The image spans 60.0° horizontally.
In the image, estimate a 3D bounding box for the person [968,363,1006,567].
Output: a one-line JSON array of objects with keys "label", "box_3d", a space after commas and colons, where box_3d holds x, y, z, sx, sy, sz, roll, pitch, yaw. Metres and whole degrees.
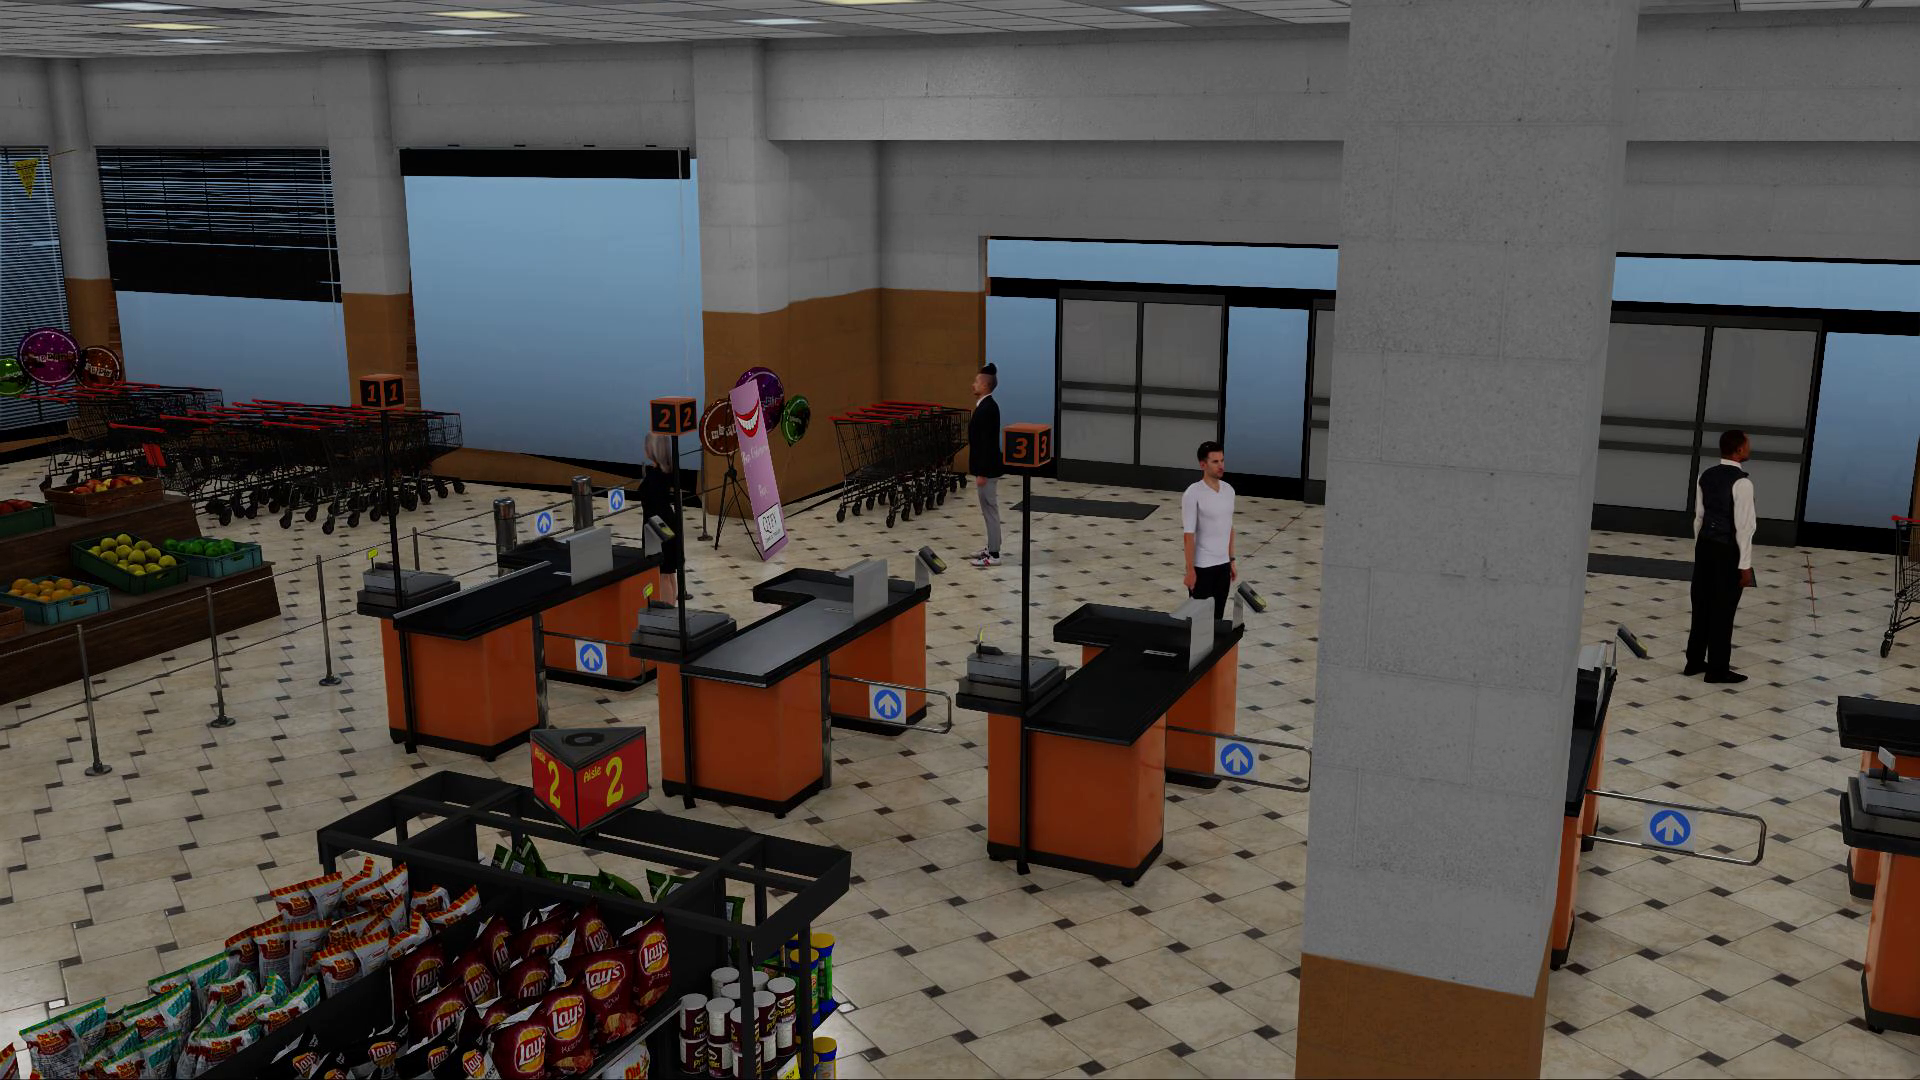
[{"label": "person", "box_3d": [0.263, -0.729, 15.973, 0.845, 1.948, 0.678, 0, 14, 2]}]

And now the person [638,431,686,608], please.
[{"label": "person", "box_3d": [-2.439, -0.036, 13.542, 0.738, 1.747, 0.625, 1, 14, 2]}]

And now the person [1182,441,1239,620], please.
[{"label": "person", "box_3d": [1.860, 0.171, 12.465, 0.674, 1.852, 0.811, -10, 17, -37]}]

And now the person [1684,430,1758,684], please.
[{"label": "person", "box_3d": [5.743, 0.115, 12.556, 0.827, 1.919, 0.761, -5, 14, -18]}]
